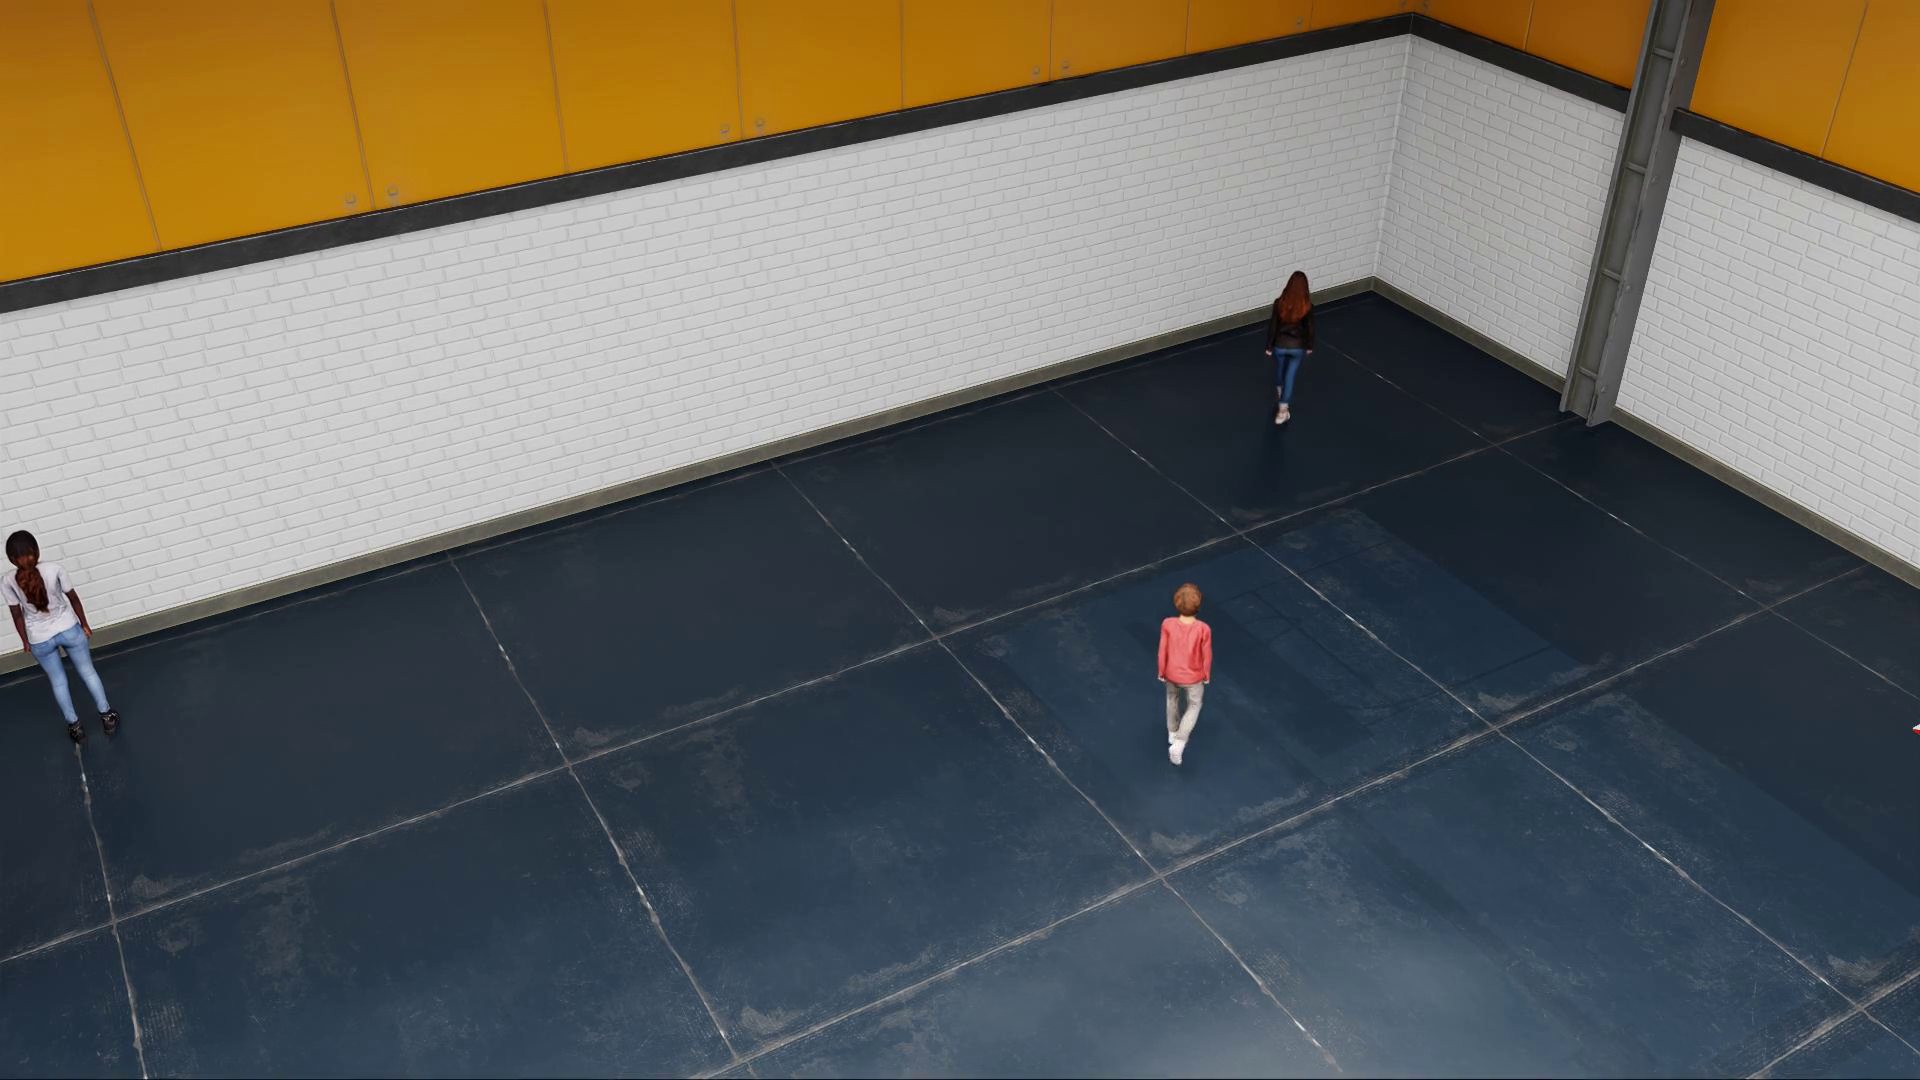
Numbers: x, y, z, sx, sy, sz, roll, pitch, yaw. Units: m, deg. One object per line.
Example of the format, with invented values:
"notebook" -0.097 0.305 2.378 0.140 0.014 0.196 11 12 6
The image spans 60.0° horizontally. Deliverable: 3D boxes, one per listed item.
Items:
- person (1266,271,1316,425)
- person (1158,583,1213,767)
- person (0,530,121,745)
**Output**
"person" 3.084 -1.781 15.606 0.996 1.440 1.005 12 36 18
"person" 1.547 0.943 11.537 0.819 1.407 0.846 12 35 17
"person" -6.346 0.670 11.665 0.584 1.719 0.501 -19 38 -26
